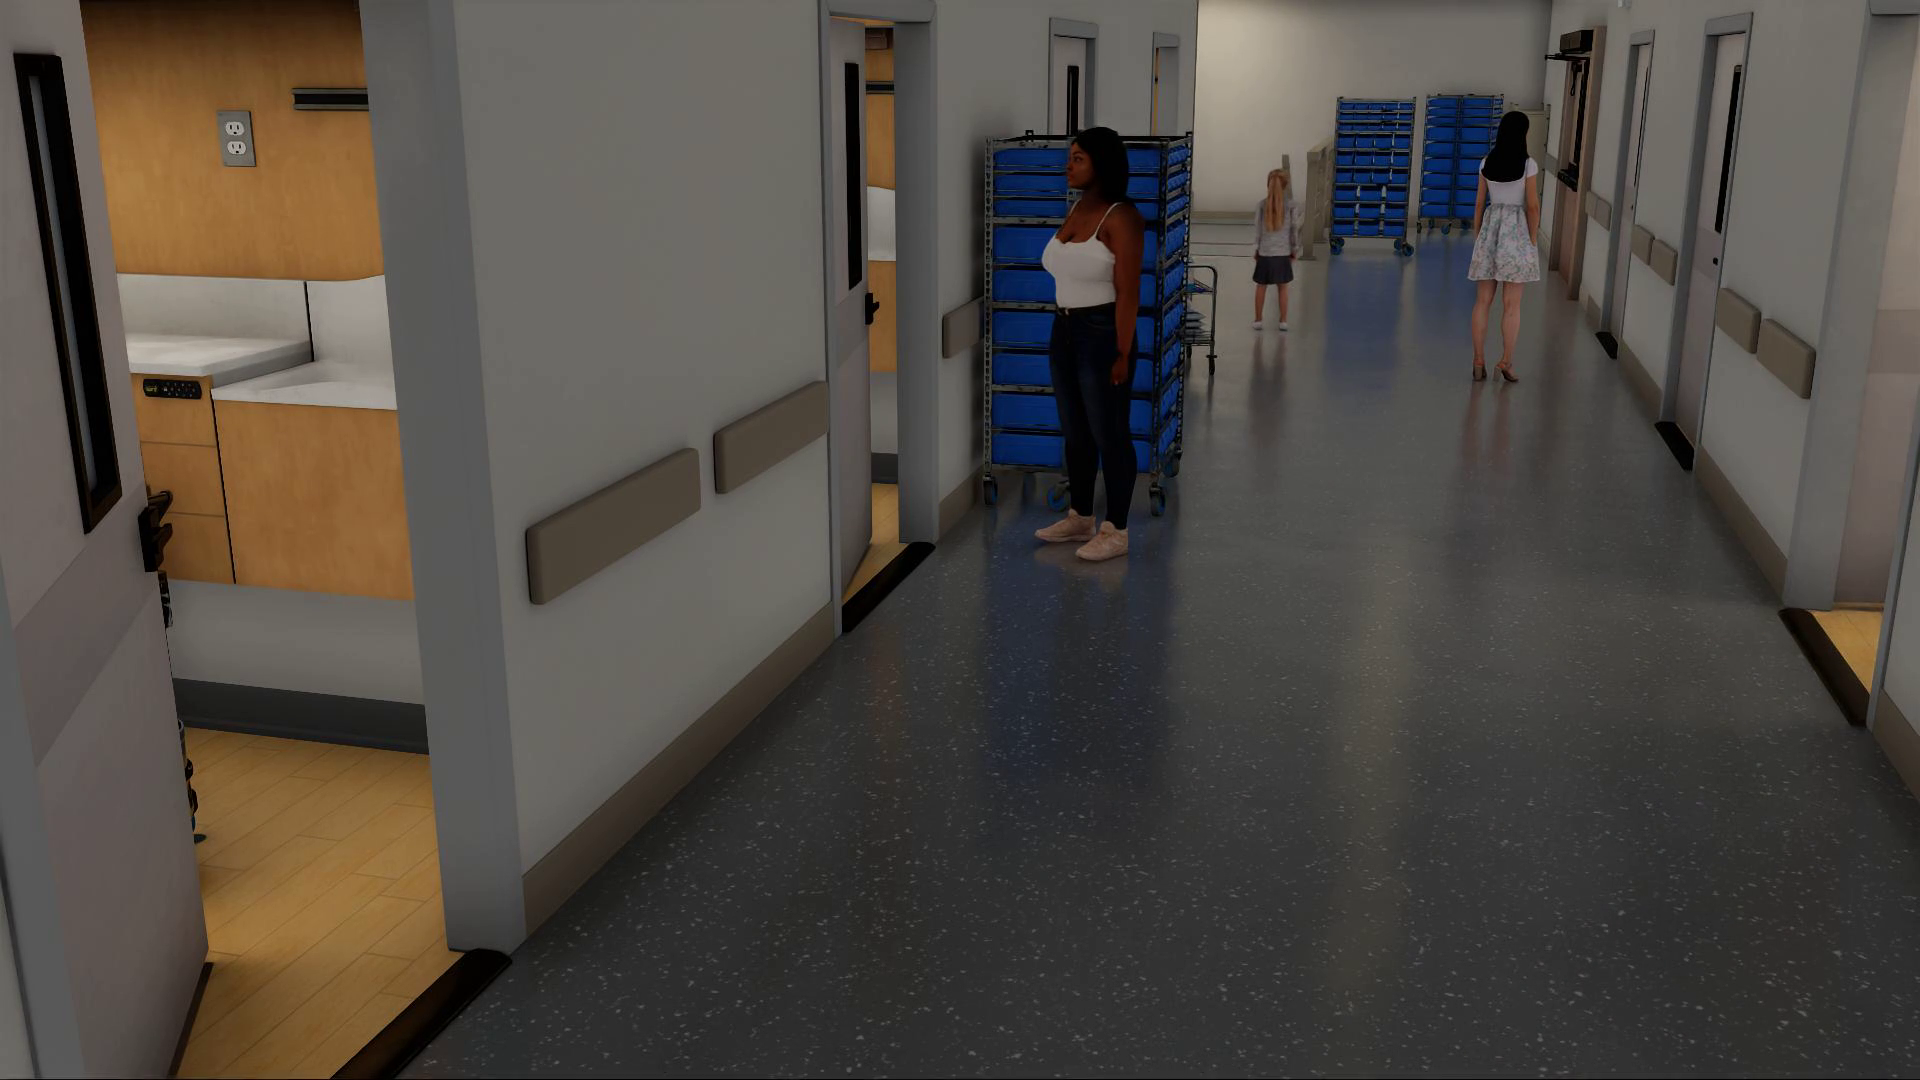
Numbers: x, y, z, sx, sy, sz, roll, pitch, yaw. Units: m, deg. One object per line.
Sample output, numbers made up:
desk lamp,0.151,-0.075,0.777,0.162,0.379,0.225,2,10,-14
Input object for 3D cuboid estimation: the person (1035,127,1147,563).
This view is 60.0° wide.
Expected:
person,0.585,-0.826,7.060,0.803,1.809,0.737,-8,18,-27

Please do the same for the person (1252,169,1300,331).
person,2.544,-2.344,13.417,0.522,1.274,0.518,3,16,11

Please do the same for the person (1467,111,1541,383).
person,3.639,-1.955,11.130,0.755,1.774,0.776,13,20,38
